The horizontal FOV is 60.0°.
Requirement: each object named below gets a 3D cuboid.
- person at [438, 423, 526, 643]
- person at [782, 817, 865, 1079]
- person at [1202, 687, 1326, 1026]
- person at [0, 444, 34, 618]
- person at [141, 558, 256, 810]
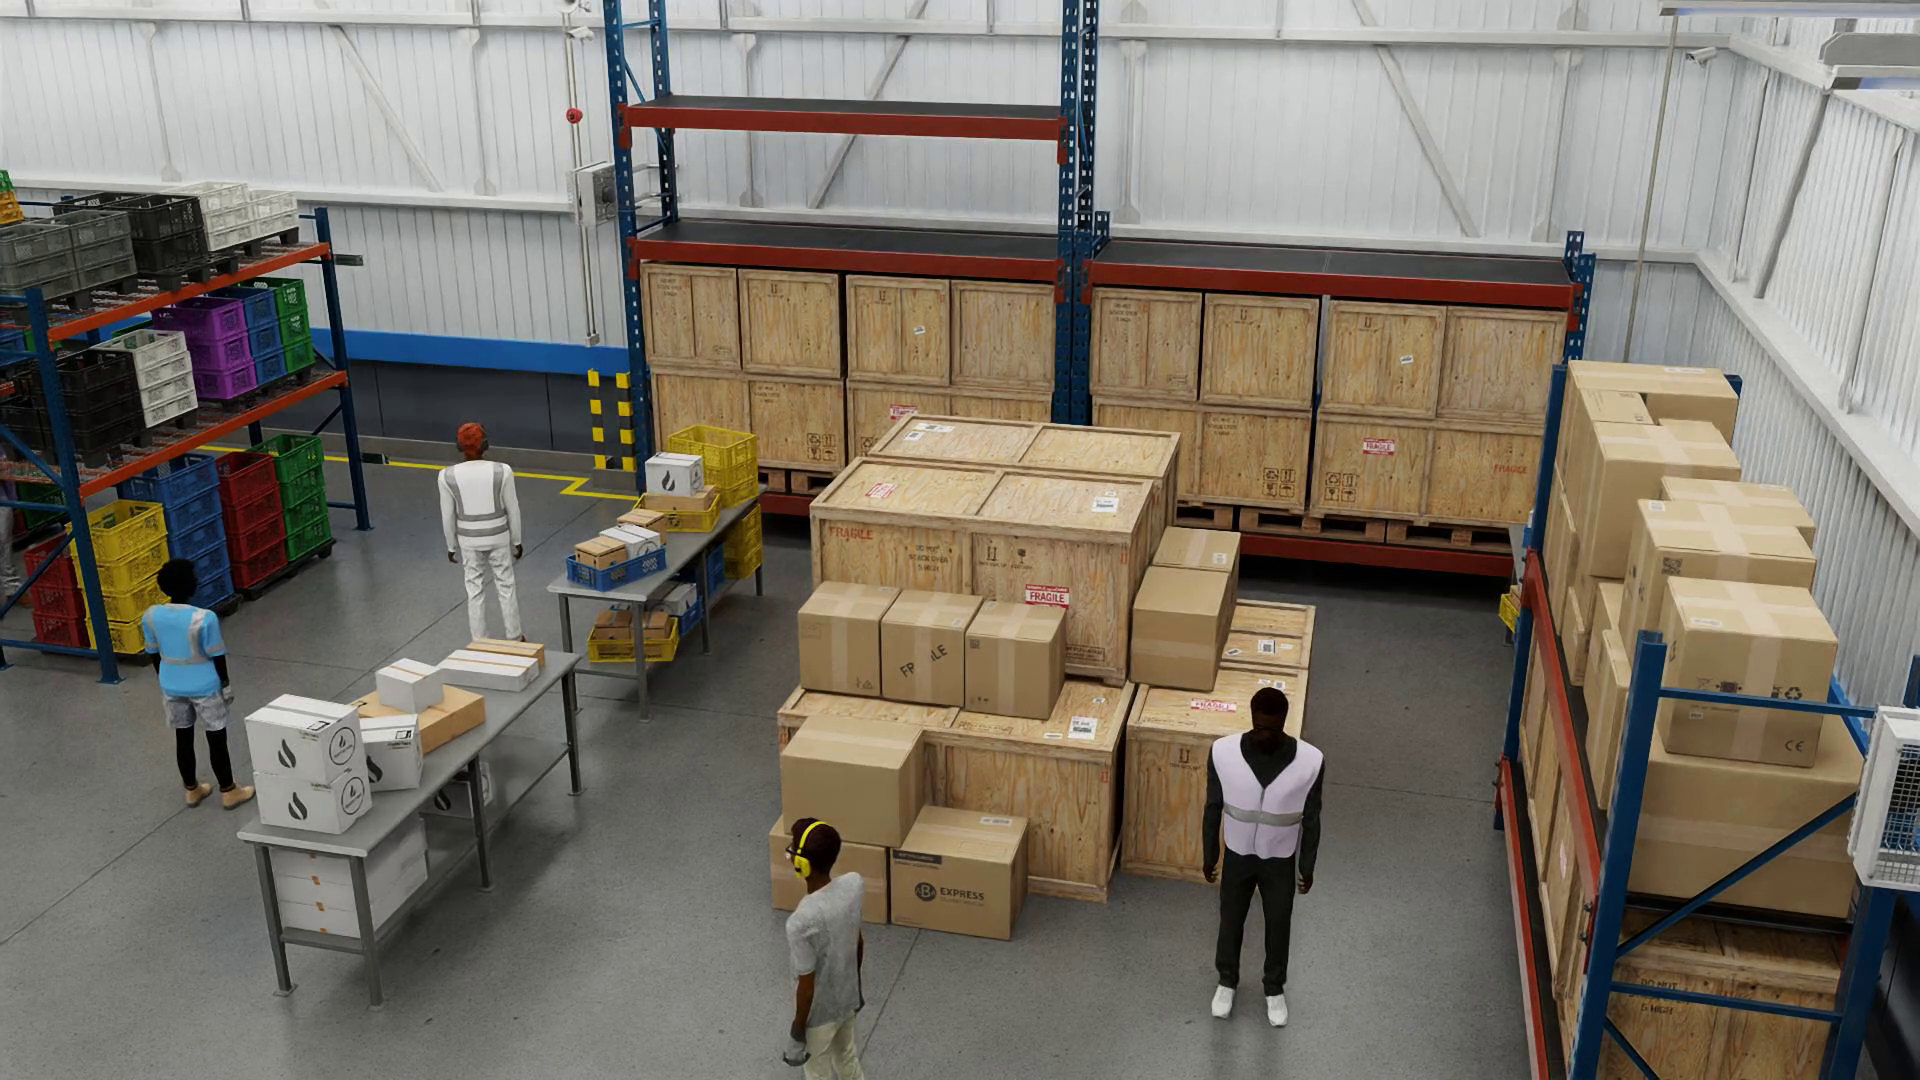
[{"bbox_3d":[-3.640,0.019,12.730,0.573,1.874,0.355,-5,21,-12],"label":"person"},{"bbox_3d":[-0.602,2.073,7.364,0.310,1.868,0.533,12,24,29],"label":"person"},{"bbox_3d":[1.540,1.600,8.548,0.592,1.911,0.390,4,21,11],"label":"person"},{"bbox_3d":[-7.955,-0.301,13.488,0.372,1.932,0.635,11,23,26],"label":"person"},{"bbox_3d":[-4.880,0.926,10.597,0.535,1.699,0.322,4,21,11],"label":"person"}]
